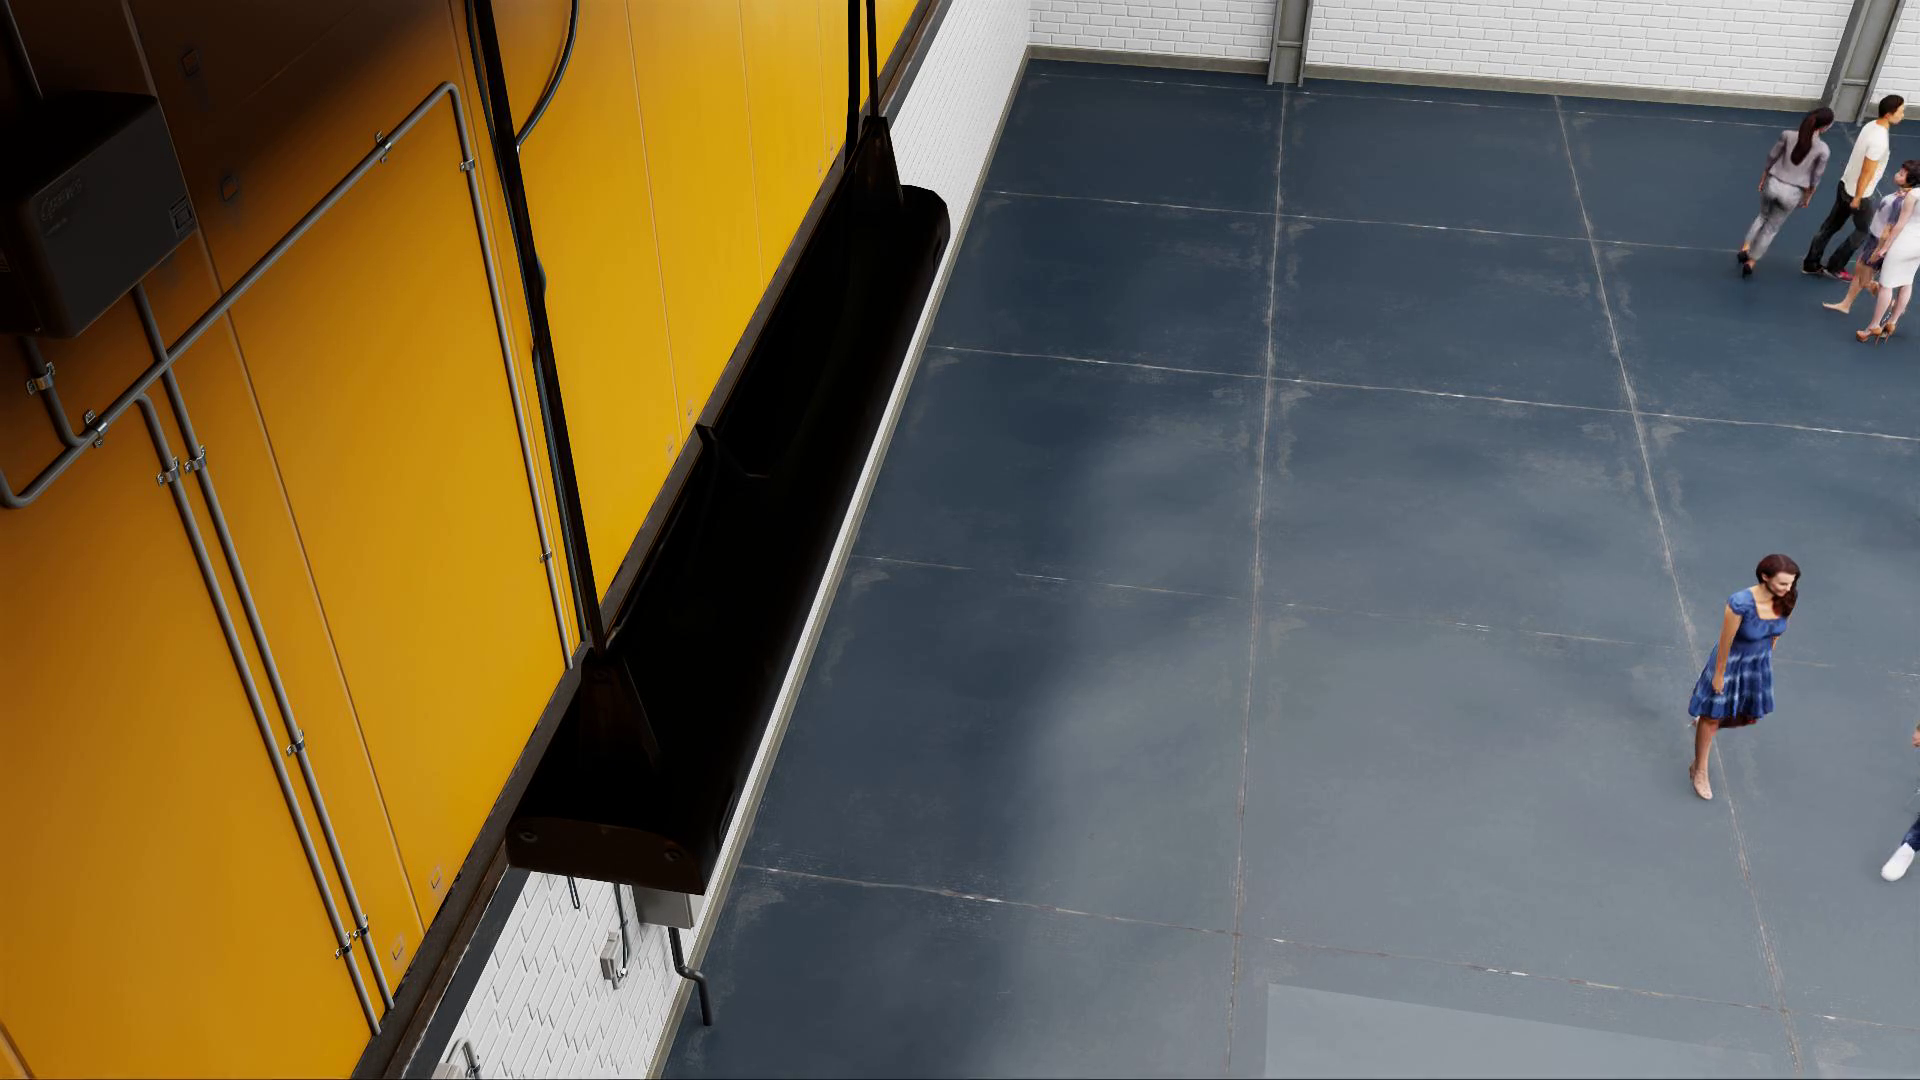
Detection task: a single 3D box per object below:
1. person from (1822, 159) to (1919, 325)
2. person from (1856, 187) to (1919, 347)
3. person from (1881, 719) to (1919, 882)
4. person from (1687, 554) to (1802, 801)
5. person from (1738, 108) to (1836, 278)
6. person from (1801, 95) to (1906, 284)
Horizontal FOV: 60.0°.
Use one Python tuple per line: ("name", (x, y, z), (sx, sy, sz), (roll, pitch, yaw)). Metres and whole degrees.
("person", (8.065, -2.556, 14.403), (0.972, 1.540, 0.803), (25, 45, 28))
("person", (8.024, -2.464, 14.087), (0.560, 1.791, 0.699), (-9, 40, -12))
("person", (5.840, 1.108, 9.565), (1.204, 1.853, 1.194), (-25, 45, -28))
("person", (4.642, 0.770, 10.033), (0.799, 1.796, 0.874), (-10, 40, -12))
("person", (7.383, -3.072, 14.965), (0.734, 1.644, 0.822), (27, 46, 30))
("person", (7.977, -3.165, 14.970), (0.669, 1.783, 0.660), (4, 39, 5))
